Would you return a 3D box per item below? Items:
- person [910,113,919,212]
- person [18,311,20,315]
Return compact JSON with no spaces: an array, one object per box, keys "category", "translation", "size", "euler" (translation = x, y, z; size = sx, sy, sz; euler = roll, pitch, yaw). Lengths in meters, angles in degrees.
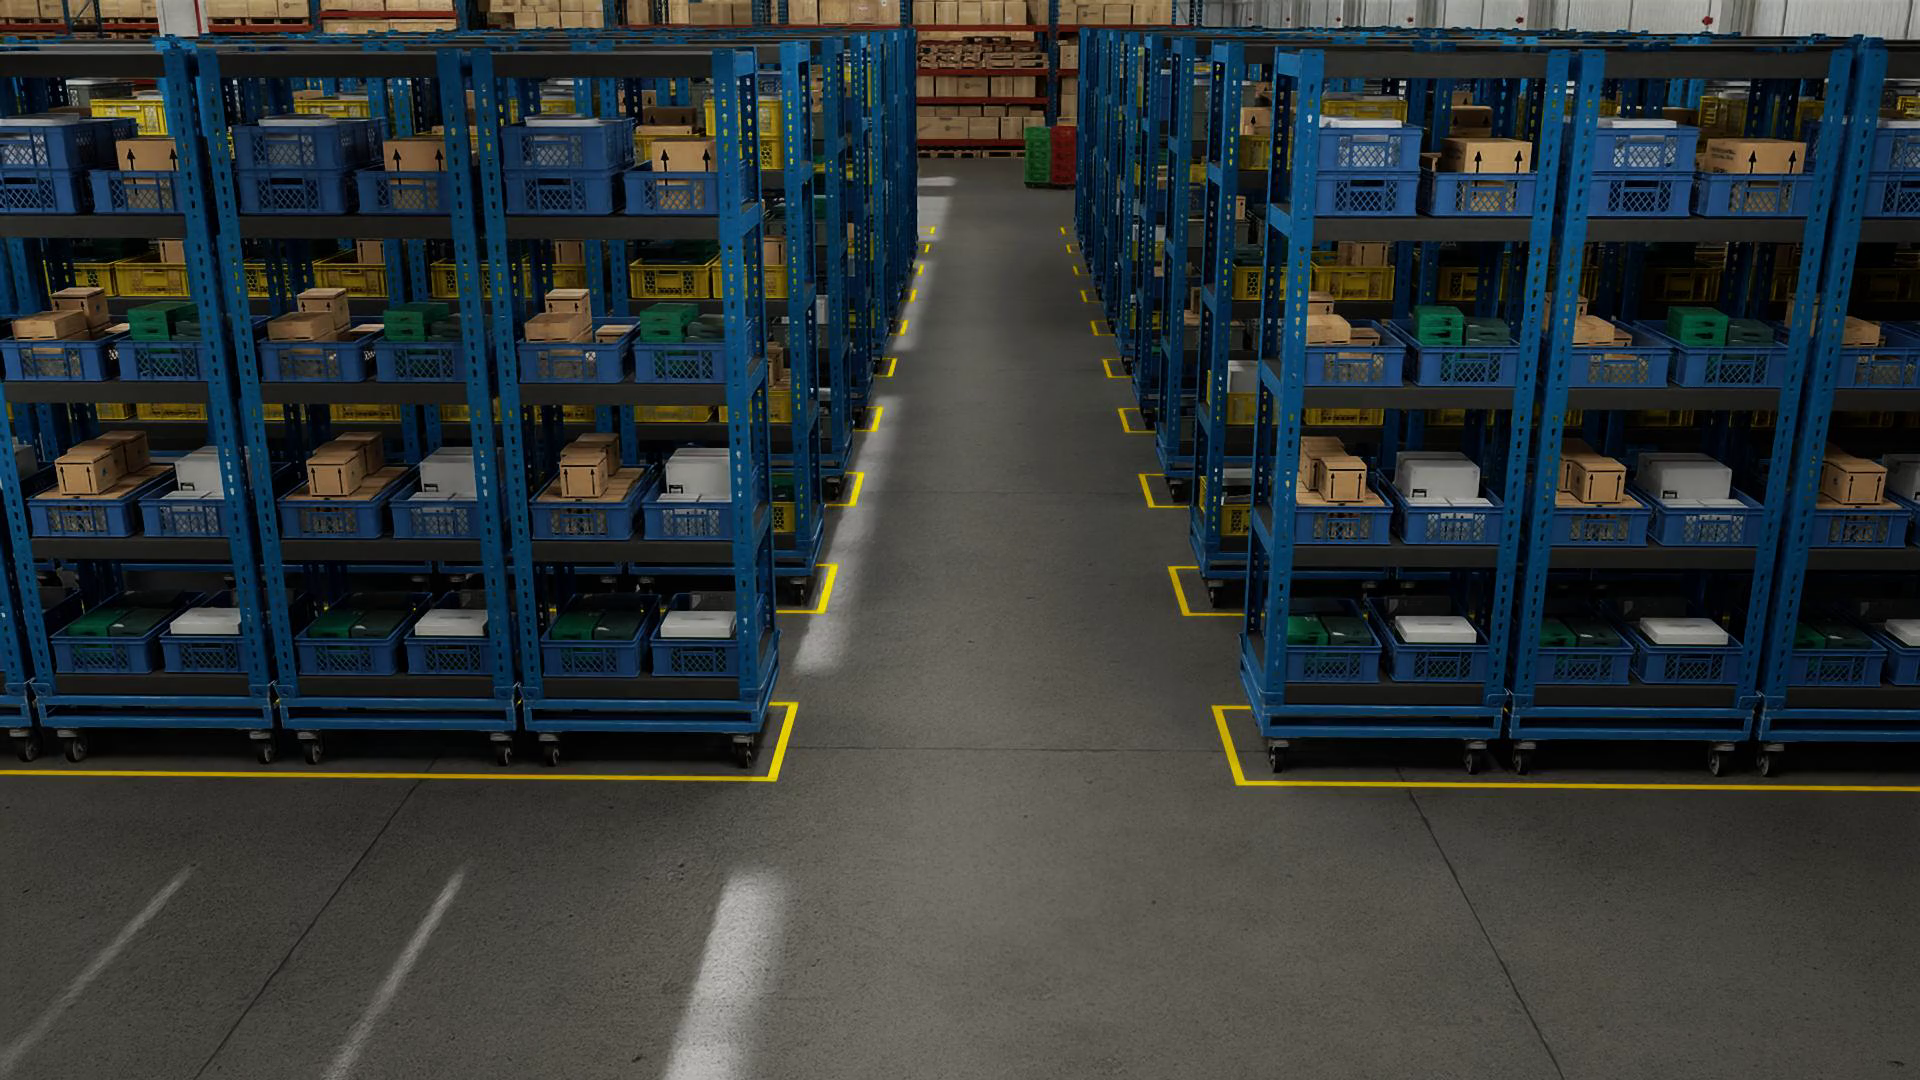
[{"category":"person","translation":[-1.059,-7.478,32.932],"size":[0.610,1.991,0.390],"euler":[-16,23,-41]},{"category":"person","translation":[-11.202,-3.175,19.578],"size":[0.411,1.785,0.620],"euler":[-3,18,-9]}]
